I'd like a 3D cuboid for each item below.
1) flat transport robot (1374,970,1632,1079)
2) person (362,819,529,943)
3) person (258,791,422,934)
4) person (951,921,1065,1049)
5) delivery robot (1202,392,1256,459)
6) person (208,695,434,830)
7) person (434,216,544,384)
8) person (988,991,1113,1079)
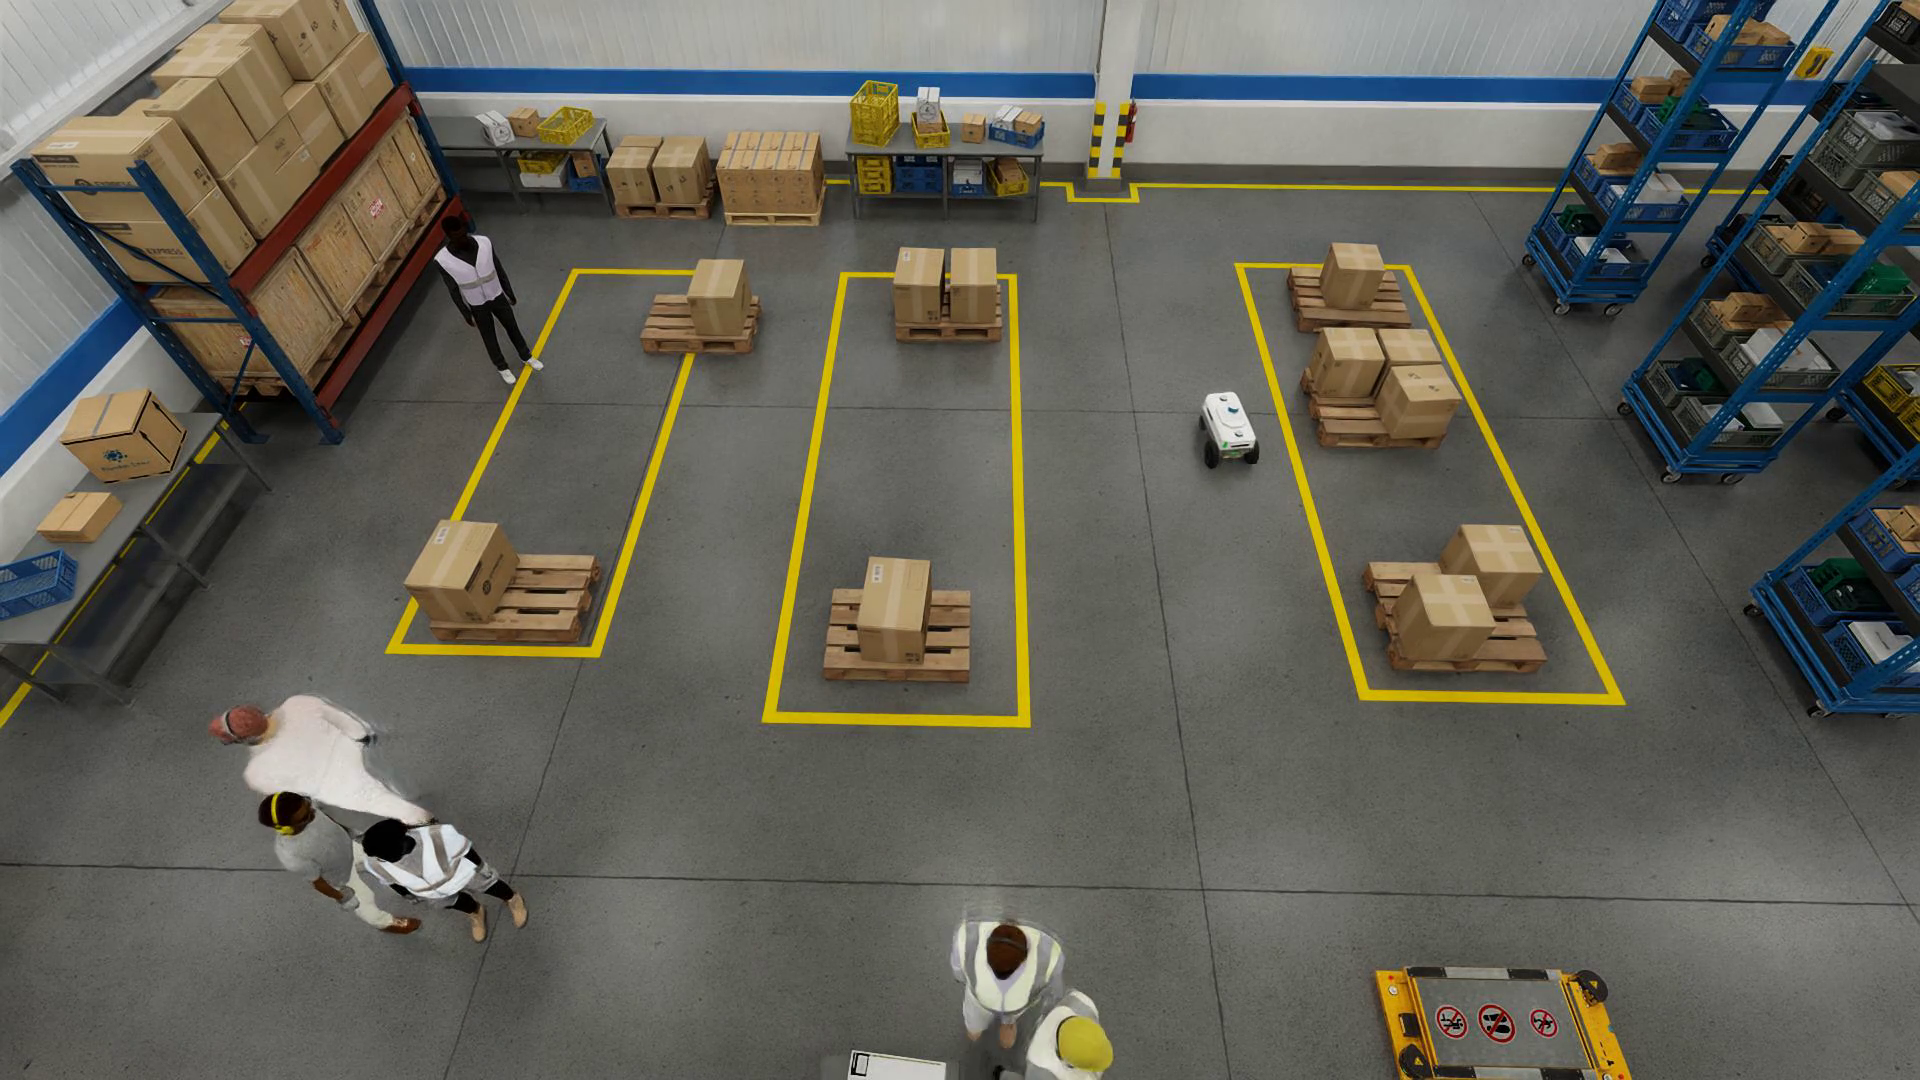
[{"bbox_3d":[3.501,3.133,5.914,1.431,0.197,0.652,1,51,1],"label":"flat transport robot"},{"bbox_3d":[-3.276,2.140,5.816,0.542,1.685,0.320,-19,53,-15],"label":"person"},{"bbox_3d":[-3.884,2.043,5.796,0.426,1.852,0.525,-15,52,-12],"label":"person"},{"bbox_3d":[0.263,2.606,5.345,0.648,1.830,0.467,4,51,3],"label":"person"},{"bbox_3d":[2.692,-1.169,9.181,0.477,0.478,0.707,-5,51,-4],"label":"delivery robot"},{"bbox_3d":[-4.285,1.576,6.163,0.711,1.868,0.679,-2,51,-2],"label":"person"},{"bbox_3d":[-4.893,-2.481,9.442,0.380,1.910,0.591,35,59,25],"label":"person"},{"bbox_3d":[0.533,2.918,5.104,0.578,1.804,0.616,24,55,18],"label":"person"}]
